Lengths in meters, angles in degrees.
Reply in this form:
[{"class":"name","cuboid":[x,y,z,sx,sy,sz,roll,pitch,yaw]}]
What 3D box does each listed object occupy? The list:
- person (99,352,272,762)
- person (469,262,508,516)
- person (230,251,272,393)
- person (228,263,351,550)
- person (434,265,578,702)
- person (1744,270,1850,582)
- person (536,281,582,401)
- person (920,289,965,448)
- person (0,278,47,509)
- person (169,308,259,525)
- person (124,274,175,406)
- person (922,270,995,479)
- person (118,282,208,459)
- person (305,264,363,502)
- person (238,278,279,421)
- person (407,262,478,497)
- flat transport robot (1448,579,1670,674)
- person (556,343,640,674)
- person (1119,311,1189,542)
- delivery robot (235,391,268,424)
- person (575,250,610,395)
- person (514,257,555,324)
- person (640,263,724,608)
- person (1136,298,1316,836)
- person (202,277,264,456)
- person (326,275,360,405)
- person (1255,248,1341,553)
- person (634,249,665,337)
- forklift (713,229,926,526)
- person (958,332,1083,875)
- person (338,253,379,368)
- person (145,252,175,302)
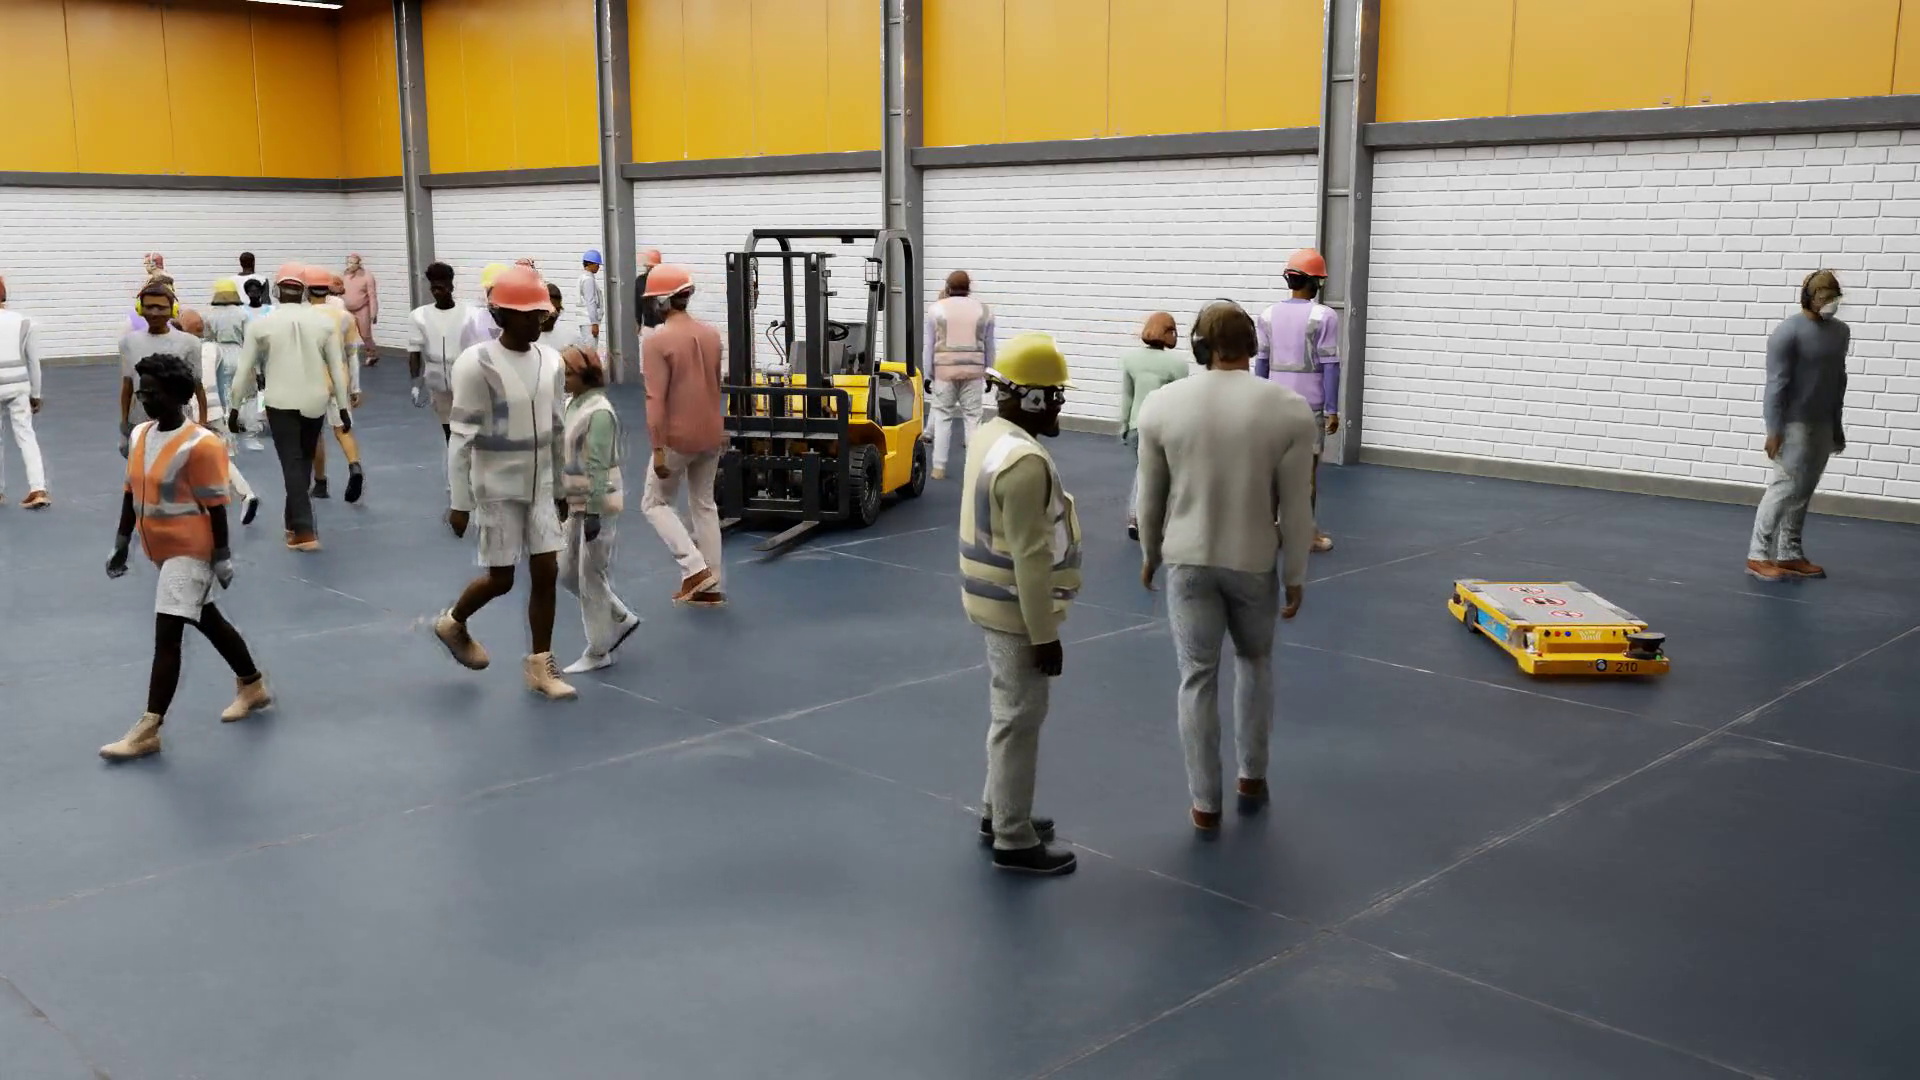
[{"class":"person","cuboid":[-3.279,0.033,7.003,0.529,1.654,0.869,7,13,34]},{"class":"person","cuboid":[-3.437,-1.121,12.566,0.589,1.927,0.386,2,11,13]},{"class":"person","cuboid":[-9.570,-2.928,22.450,0.595,1.918,0.383,0,10,1]},{"class":"person","cuboid":[-4.647,-0.929,11.476,0.750,1.925,1.013,-7,13,-35]},{"class":"person","cuboid":[-2.122,-0.261,7.663,0.757,2.010,0.661,7,13,35]},{"class":"person","cuboid":[5.218,-0.696,10.311,0.663,1.921,0.400,-6,12,-29]},{"class":"person","cuboid":[-2.725,-0.790,11.008,0.557,1.836,0.662,-6,12,-30]},{"class":"person","cuboid":[-0.131,-1.723,16.754,0.812,1.598,0.507,10,14,44]},{"class":"person","cuboid":[-7.480,-1.151,13.016,1.011,1.836,0.587,9,14,40]},{"class":"person","cuboid":[-5.535,-0.890,12.169,0.749,1.615,0.516,6,12,29]},{"class":"person","cuboid":[-6.652,-1.306,13.861,0.830,1.820,0.575,10,14,43]},{"class":"person","cuboid":[-0.019,-1.441,14.574,0.639,1.833,0.429,-1,10,-8]},{"class":"person","cuboid":[-5.005,-0.691,10.444,0.567,1.845,0.438,-1,10,-7]},{"class":"person","cuboid":[-5.057,-1.242,13.302,0.549,1.913,0.837,-8,13,-36]},{"class":"person","cuboid":[-7.888,-2.115,18.720,0.538,1.666,0.828,-5,11,-25]},{"class":"person","cuboid":[-4.104,-1.255,13.331,0.625,1.908,1.005,0,10,-2]},{"class":"flat transport robot","cuboid":[3.066,0.429,8.636,0.652,0.197,1.431,0,10,0]},{"class":"person","cuboid":[-1.803,-0.151,8.130,0.388,1.622,0.519,-7,12,-33]},{"class":"person","cuboid":[1.341,-0.749,11.376,0.521,1.618,0.352,7,12,34]},{"class":"delivery robot","cuboid":[-7.646,-1.447,17.834,0.707,0.478,0.477,3,11,15]},{"class":"person","cuboid":[-4.940,-2.907,22.278,0.402,1.938,0.602,-4,11,-22]},{"class":"person","cuboid":[-4.410,-1.925,17.010,0.651,1.906,0.403,3,11,13]},{"class":"person","cuboid":[-1.575,-0.574,9.453,0.453,1.968,0.650,8,13,36]},{"class":"person","cuboid":[0.953,0.083,6.079,0.622,1.905,0.730,1,10,7]},{"class":"person","cuboid":[-7.083,-1.692,16.219,0.502,1.719,0.646,-1,10,-7]},{"class":"person","cuboid":[-7.845,-2.516,20.994,0.275,1.629,0.523,-10,14,-43]},{"class":"person","cuboid":[2.294,-0.930,11.236,0.630,2.041,0.398,9,14,41]},{"class":"person","cuboid":[-4.067,-2.874,22.054,0.656,1.958,0.527,6,12,30]},{"class":"forklift","cuboid":[-1.050,-1.319,12.920,1.214,2.155,2.313,2,11,13]},{"class":"person","cuboid":[0.201,0.225,5.533,0.404,1.820,0.608,-1,10,-7]},{"class":"person","cuboid":[-9.635,-3.667,26.664,0.651,1.860,0.906,0,10,0]},{"class":"person","cuboid":[-10.629,-2.859,22.110,0.399,1.904,0.644,-6,12,-28]}]
